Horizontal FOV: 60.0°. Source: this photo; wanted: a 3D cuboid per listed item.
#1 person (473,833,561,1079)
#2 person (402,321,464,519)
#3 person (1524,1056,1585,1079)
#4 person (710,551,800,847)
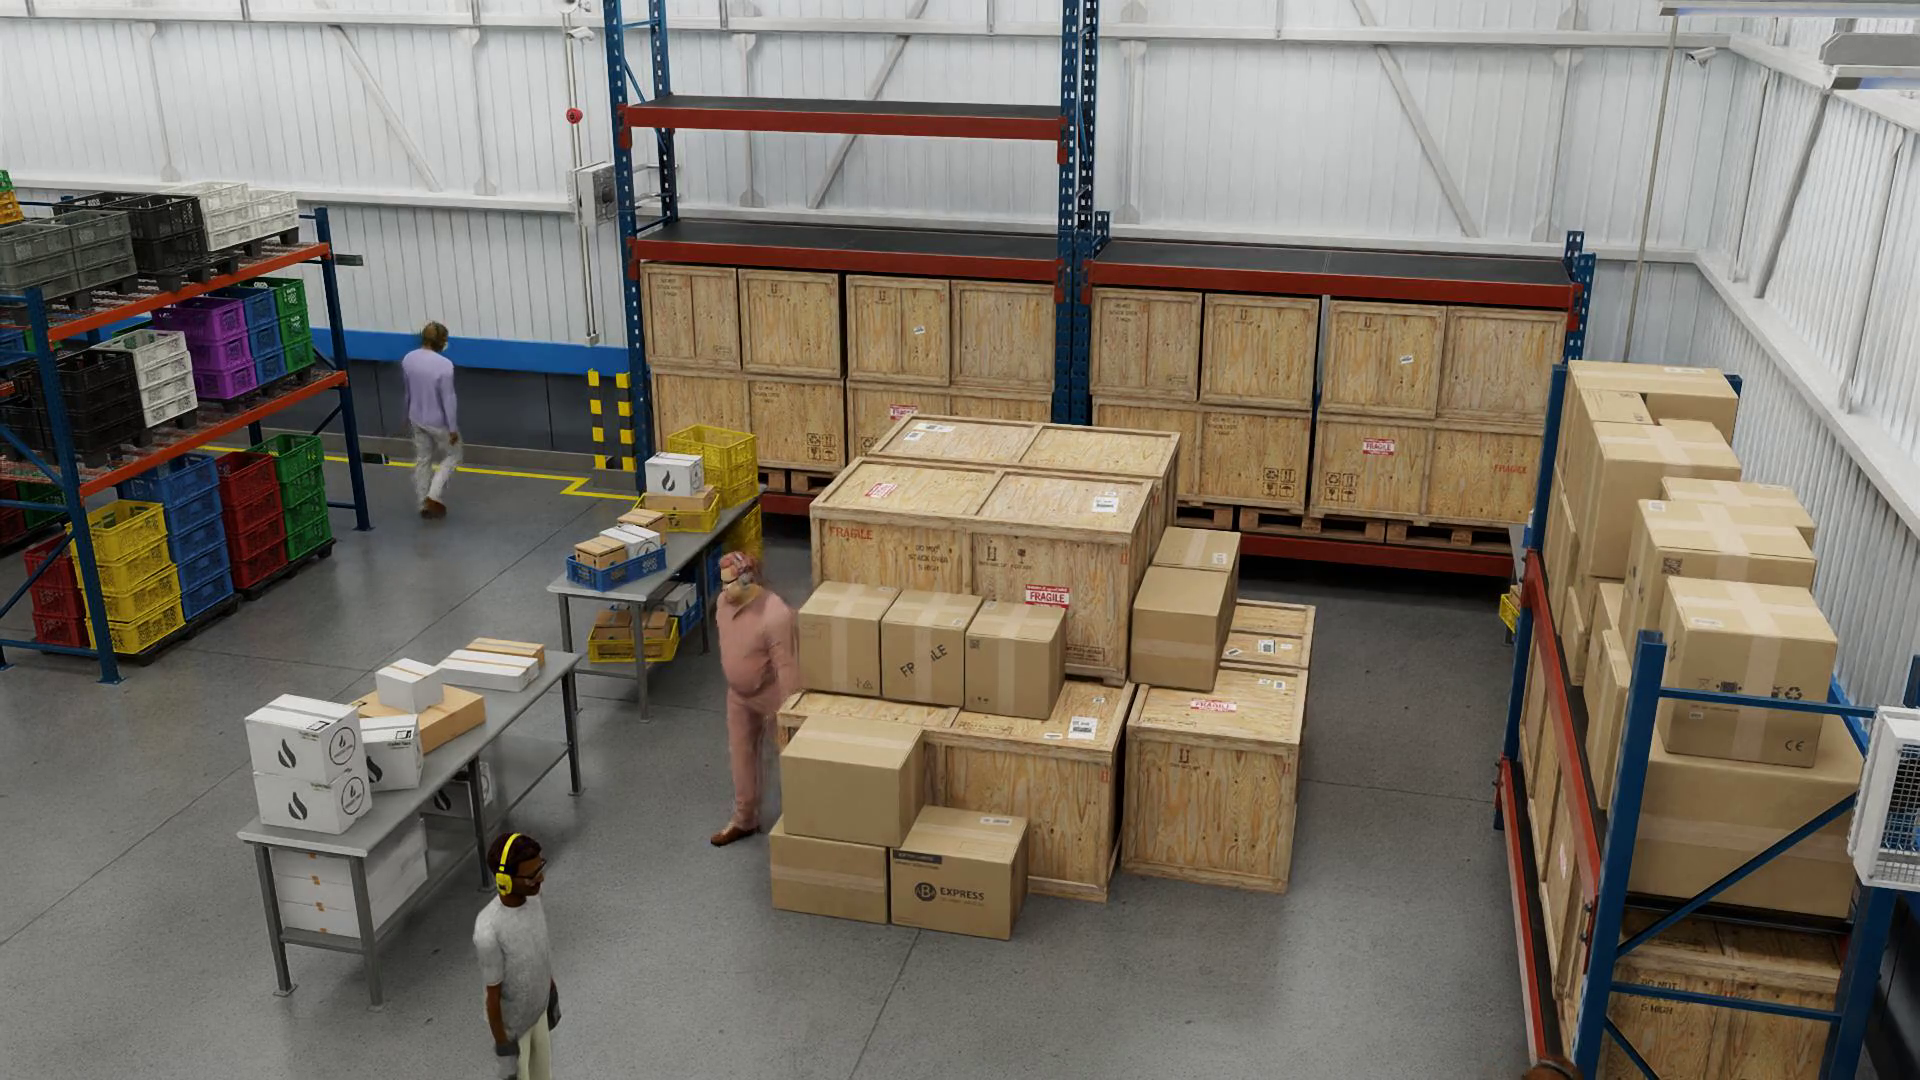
[{"bbox_3d":[-1.902,2.108,7.292,0.328,1.862,0.503,6,22,15],"label":"person"},{"bbox_3d":[-4.947,-1.106,15.635,0.704,1.908,0.427,10,23,25],"label":"person"},{"bbox_3d":[2.034,2.624,5.976,0.429,1.836,0.633,-17,27,-37],"label":"person"},{"bbox_3d":[-1.212,0.921,10.395,0.692,1.864,0.943,15,26,34],"label":"person"}]
